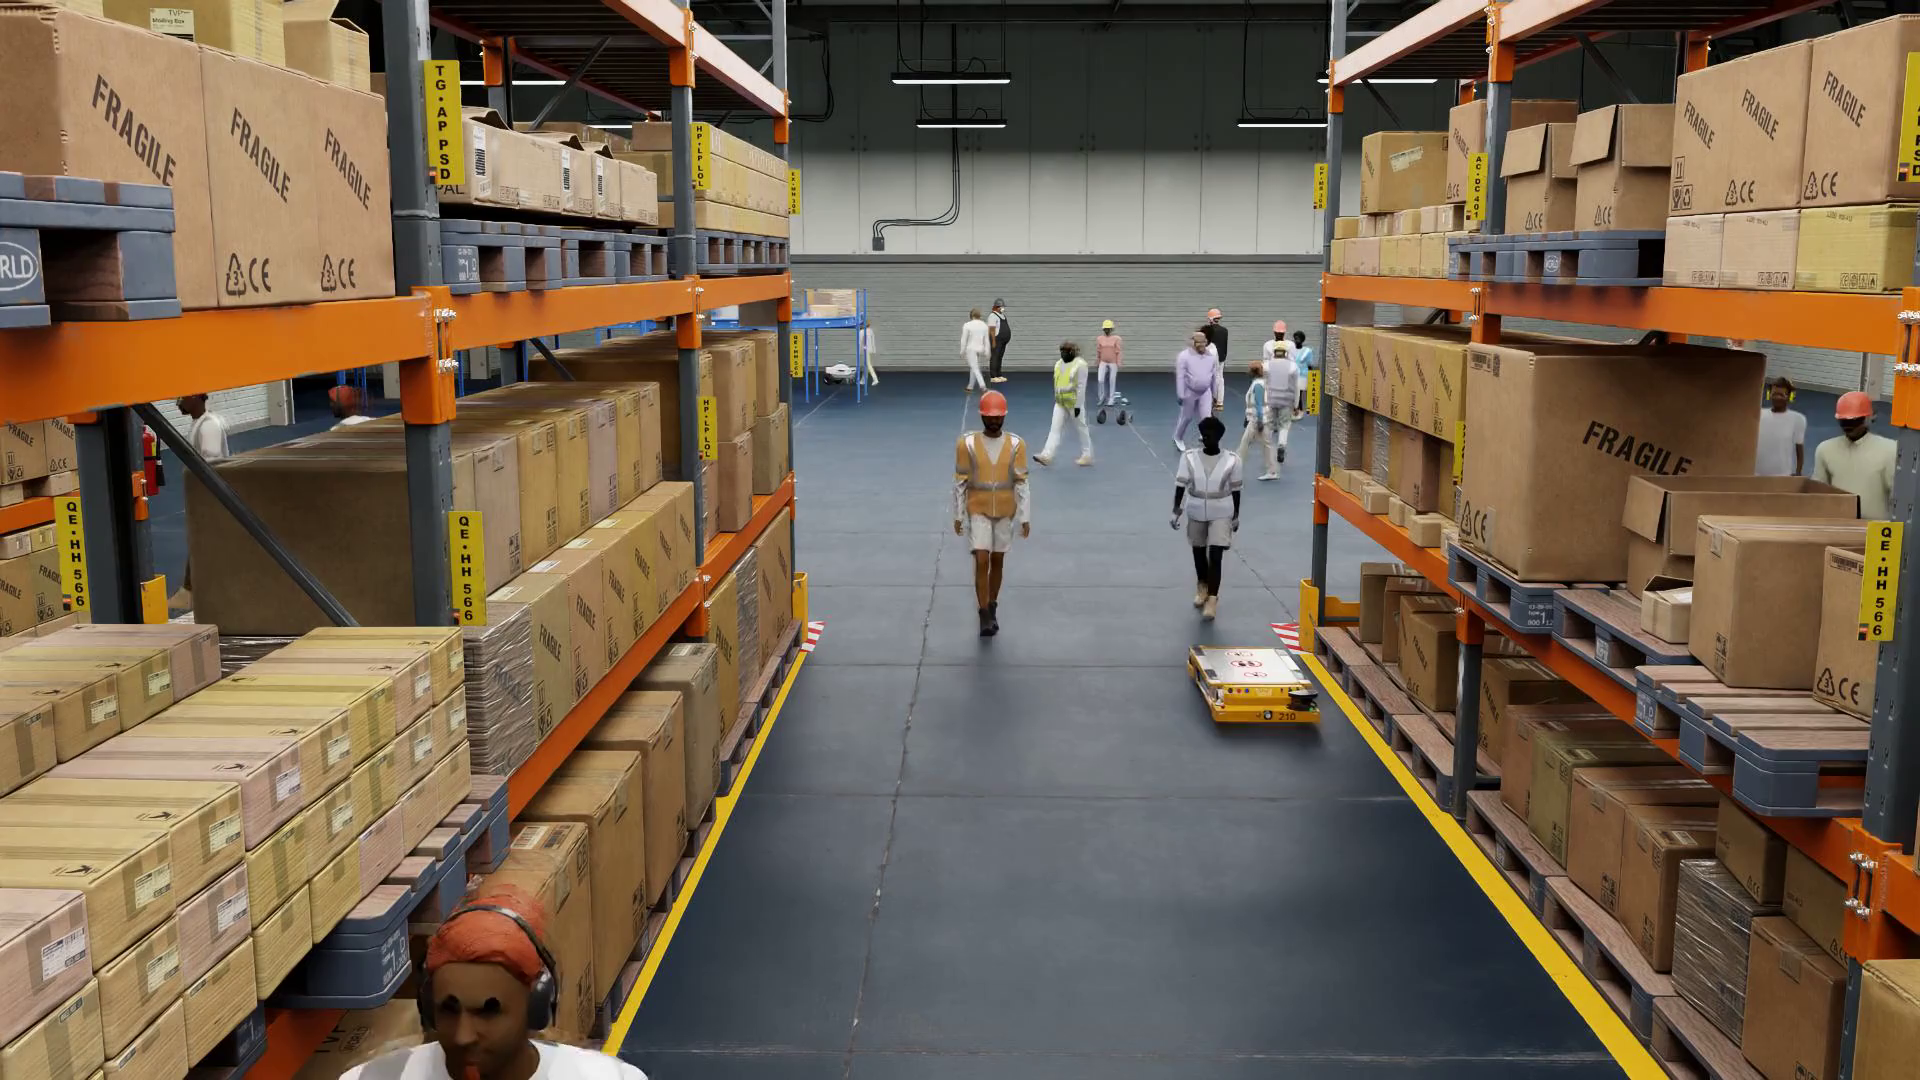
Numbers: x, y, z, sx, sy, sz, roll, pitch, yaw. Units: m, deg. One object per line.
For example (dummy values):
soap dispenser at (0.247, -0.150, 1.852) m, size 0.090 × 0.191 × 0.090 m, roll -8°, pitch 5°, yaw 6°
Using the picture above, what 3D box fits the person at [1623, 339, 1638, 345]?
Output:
person at (9.224, -1.841, 22.960) m, size 0.345 × 1.846 × 0.506 m, roll 8°, pitch 12°, yaw 40°

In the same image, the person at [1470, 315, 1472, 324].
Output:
person at (12.454, -4.637, 40.324) m, size 0.307 × 1.638 × 0.525 m, roll -1°, pitch 10°, yaw -7°

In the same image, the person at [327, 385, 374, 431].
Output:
person at (-5.153, -0.419, 14.423) m, size 0.841 × 1.857 × 0.591 m, roll 4°, pitch 10°, yaw 23°

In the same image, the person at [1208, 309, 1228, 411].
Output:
person at (5.004, -3.551, 32.754) m, size 0.612 × 1.995 × 0.379 m, roll -7°, pitch 12°, yaw -35°

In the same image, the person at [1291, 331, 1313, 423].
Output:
person at (6.182, -2.993, 30.436) m, size 0.533 × 1.654 × 0.887 m, roll 7°, pitch 12°, yaw 35°

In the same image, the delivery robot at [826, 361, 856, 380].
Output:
delivery robot at (-2.842, -4.025, 39.745) m, size 0.707 × 0.478 × 0.477 m, roll 5°, pitch 11°, yaw 28°

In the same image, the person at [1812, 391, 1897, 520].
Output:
person at (6.550, -0.112, 12.208) m, size 0.454 × 1.971 × 0.653 m, roll -8°, pitch 13°, yaw -41°

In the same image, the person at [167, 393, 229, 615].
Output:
person at (-6.228, -0.361, 13.640) m, size 0.983 × 1.985 × 0.762 m, roll -7°, pitch 12°, yaw -35°

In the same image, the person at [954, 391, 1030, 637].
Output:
person at (0.269, -0.193, 12.893) m, size 0.575 × 1.904 × 0.860 m, roll -1°, pitch 10°, yaw -8°

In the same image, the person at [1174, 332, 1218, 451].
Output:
person at (3.596, -2.249, 25.383) m, size 0.689 × 1.861 × 0.949 m, roll -2°, pitch 10°, yaw -13°

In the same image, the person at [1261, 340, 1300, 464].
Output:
person at (4.562, -1.961, 23.855) m, size 0.620 × 1.786 × 0.547 m, roll 2°, pitch 10°, yaw 11°

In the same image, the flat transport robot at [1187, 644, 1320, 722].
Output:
flat transport robot at (1.937, 0.940, 11.132) m, size 0.652 × 0.197 × 1.431 m, roll 0°, pitch 9°, yaw 0°

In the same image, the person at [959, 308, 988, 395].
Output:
person at (0.354, -4.164, 36.729) m, size 0.632 × 1.903 × 0.970 m, roll -7°, pitch 12°, yaw -37°

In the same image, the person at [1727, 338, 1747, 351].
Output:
person at (11.365, -2.129, 24.605) m, size 0.647 × 1.879 × 0.845 m, roll -1°, pitch 10°, yaw -8°

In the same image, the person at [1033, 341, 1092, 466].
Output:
person at (1.519, -1.927, 23.644) m, size 1.035 × 1.778 × 0.653 m, roll -9°, pitch 13°, yaw -43°

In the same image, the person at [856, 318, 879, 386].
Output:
person at (-2.181, -4.455, 39.338) m, size 0.726 × 1.597 × 0.516 m, roll 6°, pitch 11°, yaw 32°

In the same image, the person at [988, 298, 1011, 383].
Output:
person at (0.975, -4.856, 40.561) m, size 0.536 × 2.000 × 0.688 m, roll 4°, pitch 10°, yaw 22°

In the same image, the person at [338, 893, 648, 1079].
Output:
person at (-0.820, 1.513, 2.941) m, size 0.571 × 1.828 × 1.008 m, roll 0°, pitch 9°, yaw 3°

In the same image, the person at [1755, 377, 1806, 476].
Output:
person at (7.651, -0.622, 15.653) m, size 0.526 × 1.850 × 0.738 m, roll 9°, pitch 13°, yaw 43°

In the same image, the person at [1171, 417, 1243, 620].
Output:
person at (2.072, -0.219, 13.806) m, size 0.543 × 1.656 × 0.805 m, roll 3°, pitch 10°, yaw 20°

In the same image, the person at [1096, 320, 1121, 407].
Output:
person at (2.993, -3.561, 33.567) m, size 0.541 × 1.749 × 0.566 m, roll 3°, pitch 10°, yaw 16°

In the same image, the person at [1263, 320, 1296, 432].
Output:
person at (5.520, -2.846, 28.777) m, size 0.551 × 1.918 × 0.738 m, roll 2°, pitch 10°, yaw 12°

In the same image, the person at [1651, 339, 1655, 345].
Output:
person at (17.505, -4.921, 41.653) m, size 0.329 × 1.765 × 0.526 m, roll -1°, pitch 10°, yaw -8°

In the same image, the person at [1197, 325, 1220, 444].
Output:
person at (3.978, -2.481, 26.587) m, size 0.399 × 1.924 × 0.710 m, roll 2°, pitch 10°, yaw 11°

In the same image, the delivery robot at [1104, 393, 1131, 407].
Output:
delivery robot at (2.865, -2.564, 30.218) m, size 0.335 × 0.223 × 0.698 m, roll 6°, pitch 11°, yaw 33°

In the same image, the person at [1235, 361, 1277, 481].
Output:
person at (3.853, -1.583, 22.135) m, size 0.849 × 1.590 × 0.547 m, roll 2°, pitch 10°, yaw 10°
